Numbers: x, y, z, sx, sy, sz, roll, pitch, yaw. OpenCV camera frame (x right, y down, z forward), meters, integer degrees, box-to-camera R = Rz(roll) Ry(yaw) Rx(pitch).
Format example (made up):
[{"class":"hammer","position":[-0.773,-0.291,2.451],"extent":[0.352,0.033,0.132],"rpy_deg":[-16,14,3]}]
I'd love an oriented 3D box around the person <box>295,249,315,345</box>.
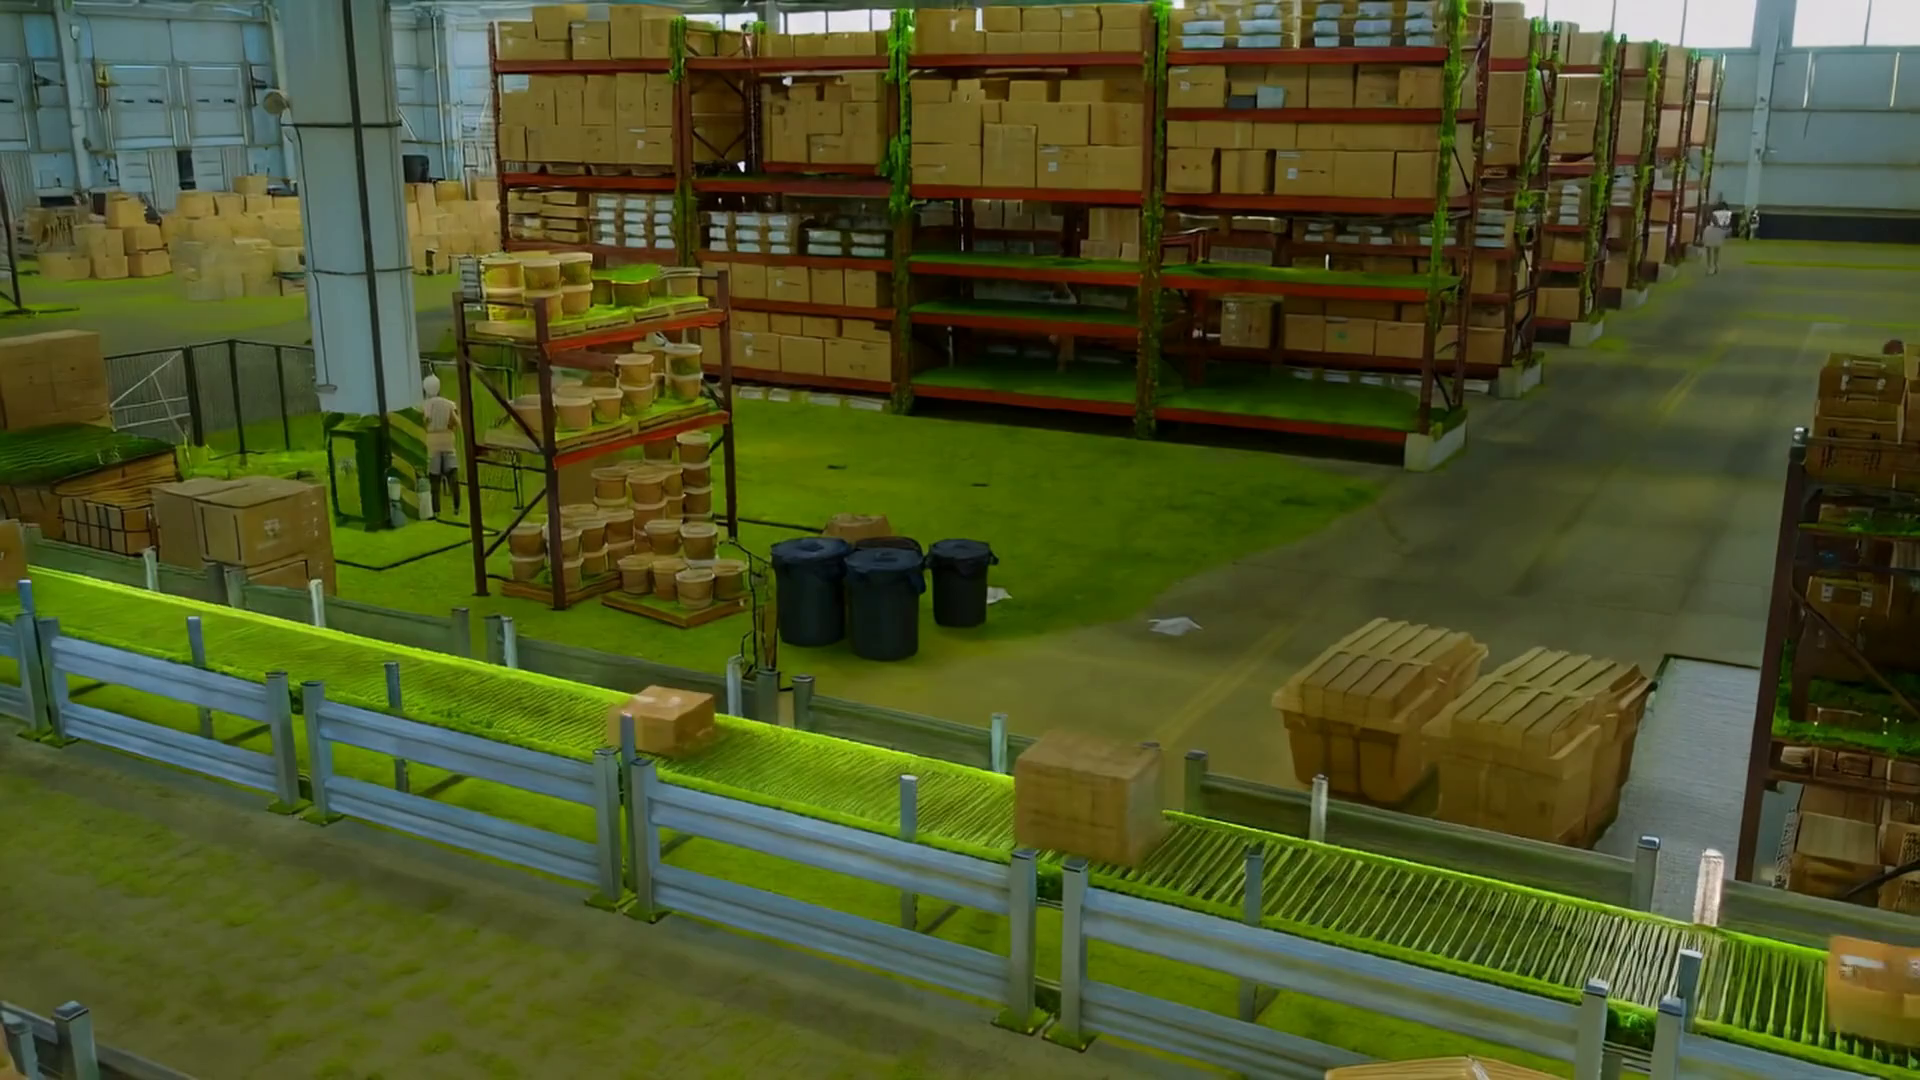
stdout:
[{"class":"person","position":[-12.845,-4.831,33.112],"extent":[0.635,1.917,0.548],"rpy_deg":[0,15,0]}]

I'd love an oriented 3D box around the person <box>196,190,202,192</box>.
[{"class":"person","position":[-24.655,-10.436,54.192],"extent":[0.633,1.916,0.681],"rpy_deg":[3,15,10]}]

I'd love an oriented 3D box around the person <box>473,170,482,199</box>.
[{"class":"person","position":[-20.796,-15.090,71.757],"extent":[1.037,1.876,0.554],"rpy_deg":[2,15,7]}]

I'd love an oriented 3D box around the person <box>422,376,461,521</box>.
[{"class":"person","position":[-6.083,-1.071,19.400],"extent":[0.531,1.692,0.320],"rpy_deg":[-12,19,-38]}]

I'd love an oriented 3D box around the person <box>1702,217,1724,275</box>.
[{"class":"person","position":[20.932,-8.177,46.268],"extent":[0.500,1.618,0.456],"rpy_deg":[10,18,32]}]

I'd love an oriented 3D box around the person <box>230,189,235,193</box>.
[{"class":"person","position":[-26.173,-11.865,60.076],"extent":[0.310,1.642,0.514],"rpy_deg":[-11,19,-36]}]

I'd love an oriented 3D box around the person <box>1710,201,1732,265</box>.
[{"class":"person","position":[22.387,-9.043,49.013],"extent":[0.660,1.880,0.602],"rpy_deg":[-12,19,-39]}]

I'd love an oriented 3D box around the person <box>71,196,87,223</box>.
[{"class":"person","position":[-26.796,-9.564,50.901],"extent":[0.813,1.917,0.638],"rpy_deg":[-12,19,-38]}]

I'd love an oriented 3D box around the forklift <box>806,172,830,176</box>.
[{"class":"forklift","position":[-5.207,-12.861,61.447],"extent":[1.129,2.768,1.873],"rpy_deg":[8,17,28]}]

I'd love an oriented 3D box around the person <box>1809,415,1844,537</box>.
[{"class":"person","position":[9.132,-0.690,17.576],"extent":[0.461,1.898,0.640],"rpy_deg":[-1,15,-4]}]

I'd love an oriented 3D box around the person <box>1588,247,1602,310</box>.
[{"class":"person","position":[13.828,-5.774,36.518],"extent":[0.659,2.006,0.704],"rpy_deg":[-6,16,-20]}]

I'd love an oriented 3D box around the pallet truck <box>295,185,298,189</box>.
[{"class":"pallet truck","position":[-26.804,-14.617,69.738],"extent":[1.885,1.965,0.823],"rpy_deg":[-14,20,-42]}]

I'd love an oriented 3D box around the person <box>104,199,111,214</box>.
[{"class":"person","position":[-26.236,-9.672,51.572],"extent":[0.593,1.780,0.989],"rpy_deg":[3,15,13]}]

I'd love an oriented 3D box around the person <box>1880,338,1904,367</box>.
[{"class":"person","position":[12.798,-1.978,22.935],"extent":[0.523,1.621,0.359],"rpy_deg":[0,15,-2]}]

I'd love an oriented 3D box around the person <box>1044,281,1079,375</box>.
[{"class":"person","position":[1.728,-3.508,28.166],"extent":[0.650,1.904,0.401],"rpy_deg":[-6,16,-23]}]
